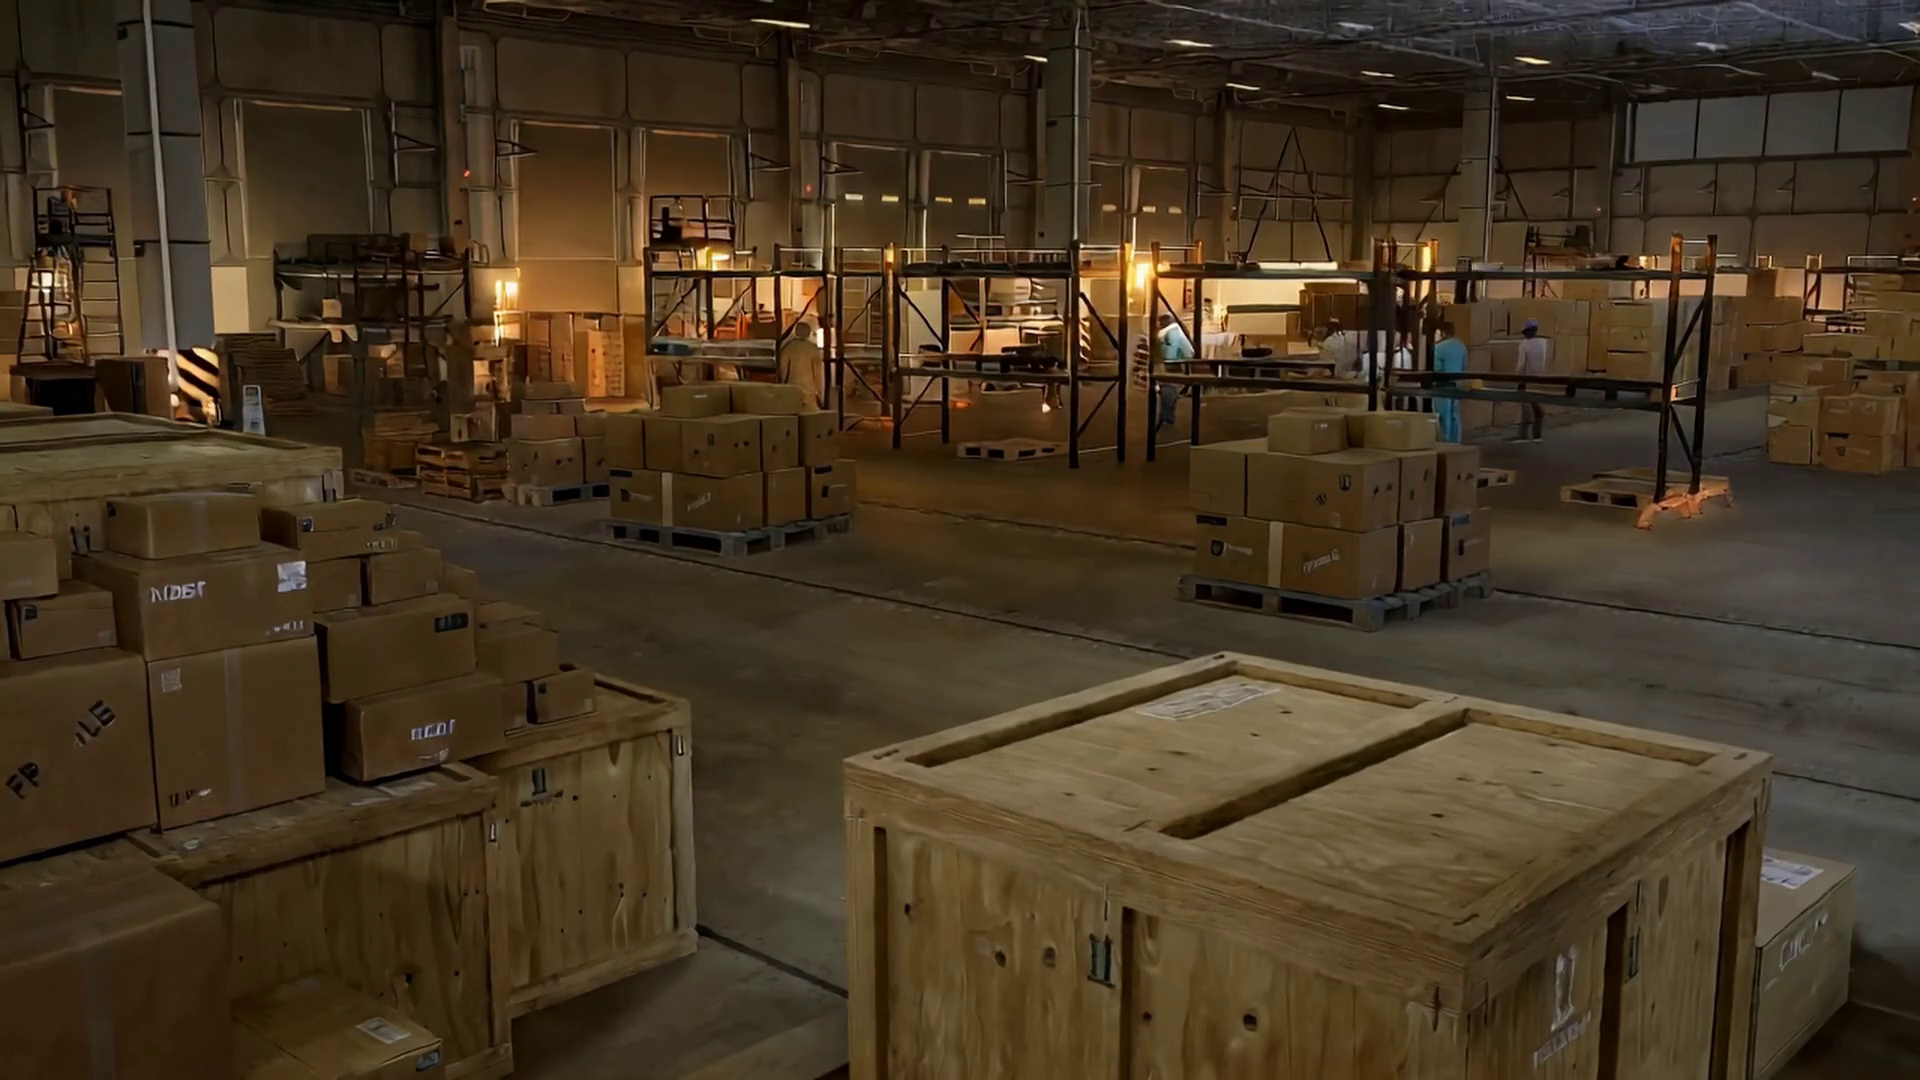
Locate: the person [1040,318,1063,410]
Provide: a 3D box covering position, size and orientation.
[{"bbox_3d":[1.752,-3.322,31.424,0.487,1.736,0.322,-5,10,-27],"label":"person"}]

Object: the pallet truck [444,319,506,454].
[{"bbox_3d":[-6.981,-1.942,22.150,1.885,1.965,0.823,1,9,9],"label":"pallet truck"}]

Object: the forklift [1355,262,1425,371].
[{"bbox_3d":[10.955,-5.642,42.140,1.129,2.768,1.873,-2,9,-9],"label":"forklift"}]

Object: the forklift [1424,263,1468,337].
[{"bbox_3d":[14.006,-6.379,46.656,1.873,2.768,1.129,3,10,15],"label":"forklift"}]

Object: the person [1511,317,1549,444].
[{"bbox_3d":[8.673,-2.424,25.318,0.586,1.928,0.369,-5,10,-27],"label":"person"}]

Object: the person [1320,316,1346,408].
[{"bbox_3d":[5.665,-2.445,25.420,0.372,1.939,0.631,6,11,31],"label":"person"}]

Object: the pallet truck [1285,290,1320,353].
[{"bbox_3d":[11.297,-6.951,52.861,1.885,1.965,0.823,-5,11,-29],"label":"pallet truck"}]

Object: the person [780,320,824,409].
[{"bbox_3d":[-2.192,-2.096,23.276,0.627,1.941,0.370,3,10,17],"label":"person"}]

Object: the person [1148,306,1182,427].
[{"bbox_3d":[3.448,-2.940,28.137,0.539,2.000,0.689,-2,10,-13],"label":"person"}]

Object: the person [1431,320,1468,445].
[{"bbox_3d":[6.779,-2.086,23.211,0.627,1.941,0.371,-5,11,-28],"label":"person"}]

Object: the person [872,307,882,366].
[{"bbox_3d":[-2.182,-5.393,44.444,0.312,1.633,0.518,-1,9,-7],"label":"person"}]

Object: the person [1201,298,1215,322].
[{"bbox_3d":[6.154,-5.053,41.410,0.373,1.934,0.552,4,10,21],"label":"person"}]
